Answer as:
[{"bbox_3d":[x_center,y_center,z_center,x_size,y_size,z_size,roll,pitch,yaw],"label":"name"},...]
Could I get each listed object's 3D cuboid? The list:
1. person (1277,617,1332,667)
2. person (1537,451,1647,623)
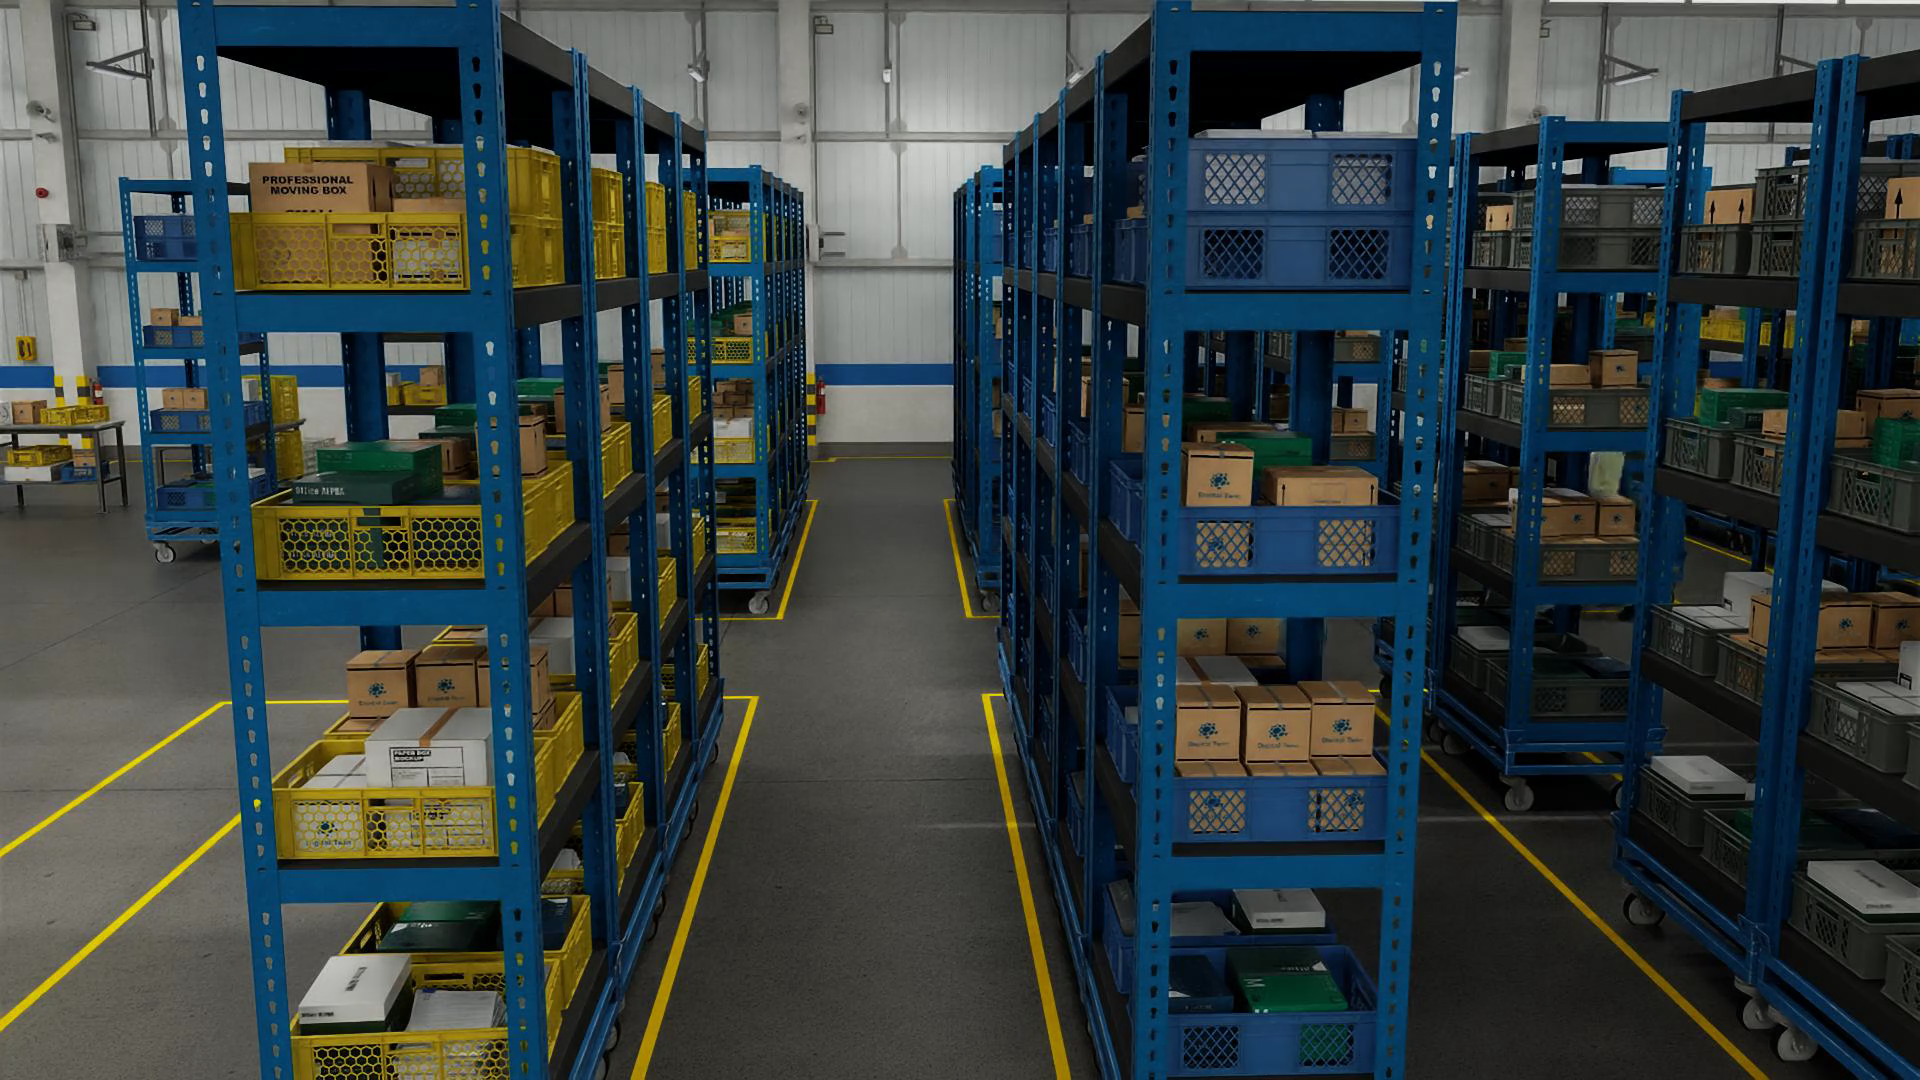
[{"bbox_3d":[1.935,0.282,9.943,0.622,1.925,0.807,-2,10,-12],"label":"person"},{"bbox_3d":[5.046,-0.222,13.127,0.848,1.801,0.597,-1,10,-5],"label":"person"}]
